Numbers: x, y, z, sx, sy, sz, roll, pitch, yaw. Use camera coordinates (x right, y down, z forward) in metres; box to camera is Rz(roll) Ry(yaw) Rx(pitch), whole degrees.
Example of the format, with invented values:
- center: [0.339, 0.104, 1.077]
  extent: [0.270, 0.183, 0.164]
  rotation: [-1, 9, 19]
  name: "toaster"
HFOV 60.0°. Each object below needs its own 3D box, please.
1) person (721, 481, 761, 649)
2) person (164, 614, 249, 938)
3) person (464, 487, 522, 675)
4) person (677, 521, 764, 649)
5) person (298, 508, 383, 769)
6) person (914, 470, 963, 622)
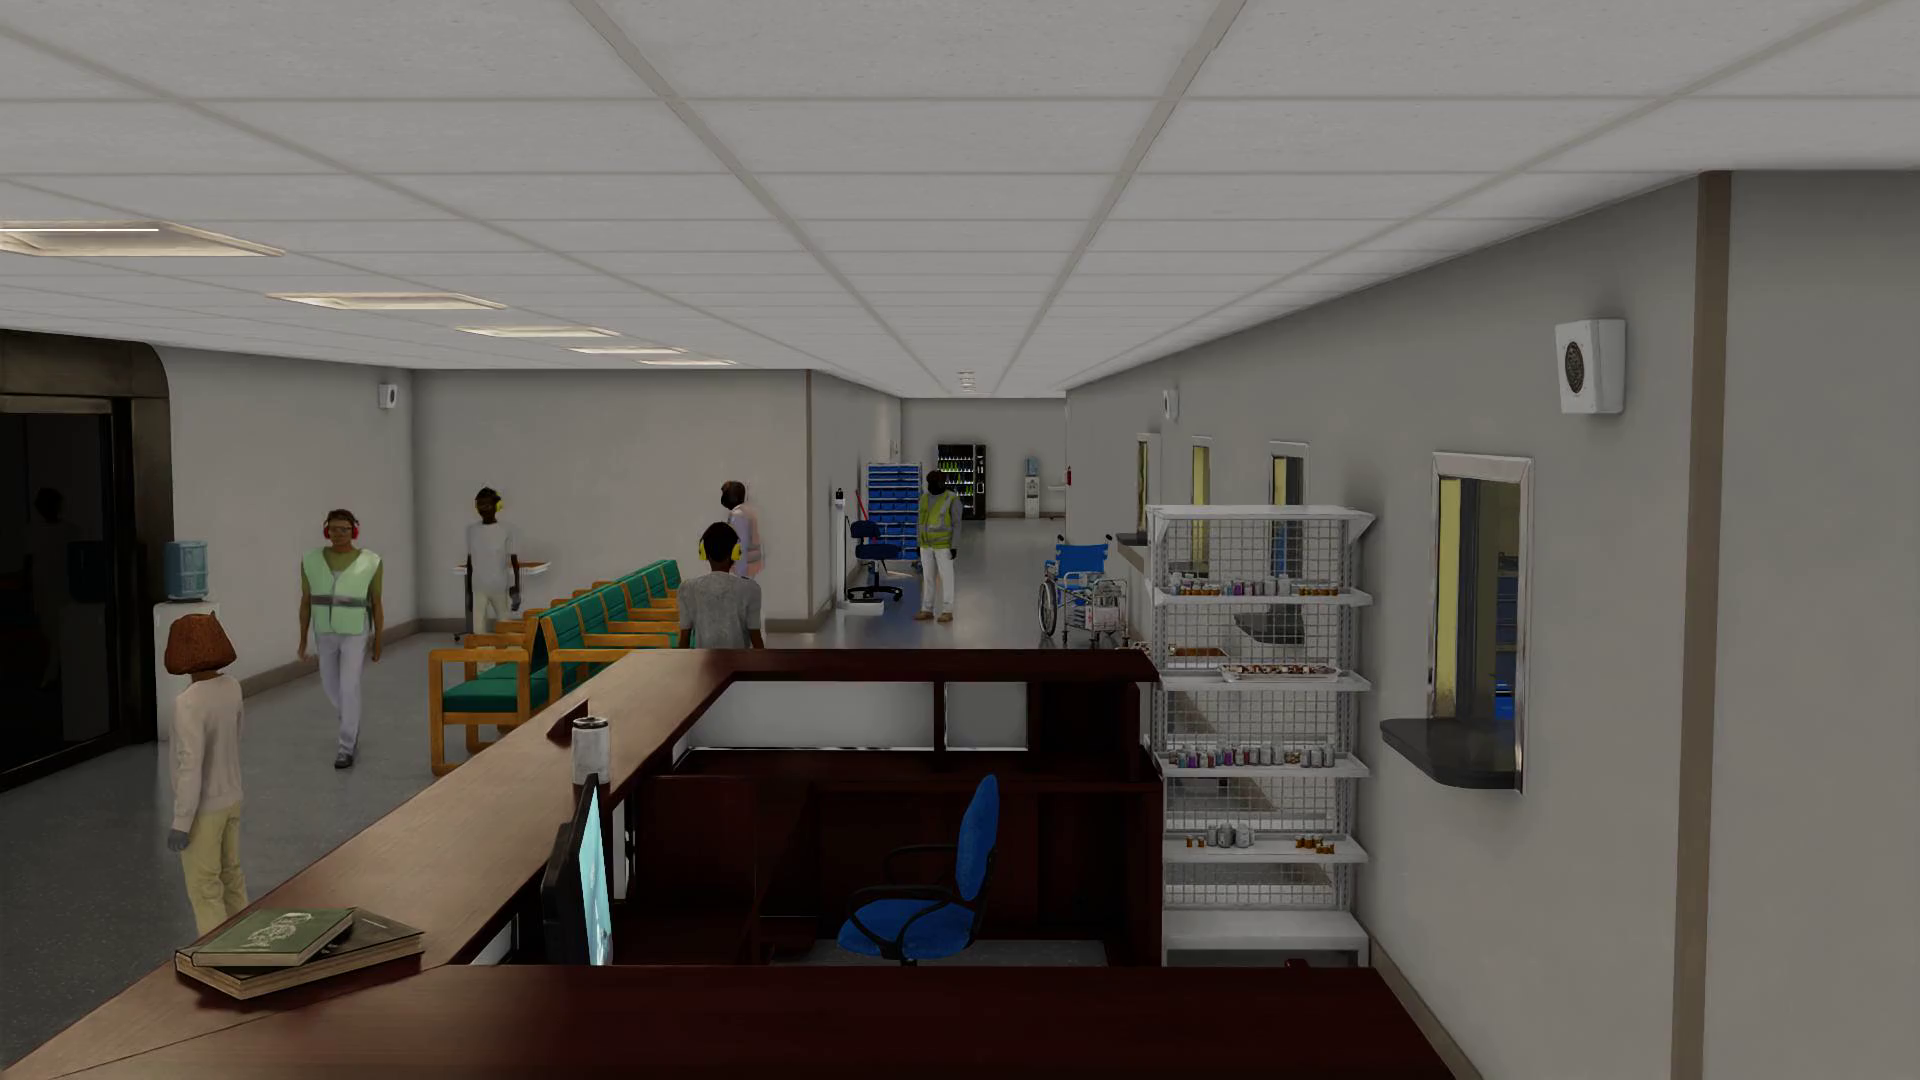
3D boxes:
- center: [-2.292, 0.316, 16.808]
  extent: [0.639, 1.824, 0.633]
  rotation: [0, 4, 5]
  name: "person"
- center: [-3.103, 1.116, 6.841]
  extent: [0.275, 1.632, 0.507]
  rotation: [0, 4, -1]
  name: "person"
- center: [-4.195, 0.440, 14.982]
  extent: [0.528, 1.834, 0.859]
  rotation: [0, 4, 3]
  name: "person"
- center: [-1.320, 0.830, 9.308]
  extent: [0.508, 1.861, 0.329]
  rotation: [0, 4, 5]
  name: "person"
- center: [-4.398, 0.667, 11.906]
  extent: [0.560, 1.819, 0.889]
  rotation: [0, 4, -3]
  name: "person"
- center: [-0.283, 0.072, 20.094]
  extent: [0.619, 1.838, 0.430]
  rotation: [3, 5, 35]
  name: "person"
